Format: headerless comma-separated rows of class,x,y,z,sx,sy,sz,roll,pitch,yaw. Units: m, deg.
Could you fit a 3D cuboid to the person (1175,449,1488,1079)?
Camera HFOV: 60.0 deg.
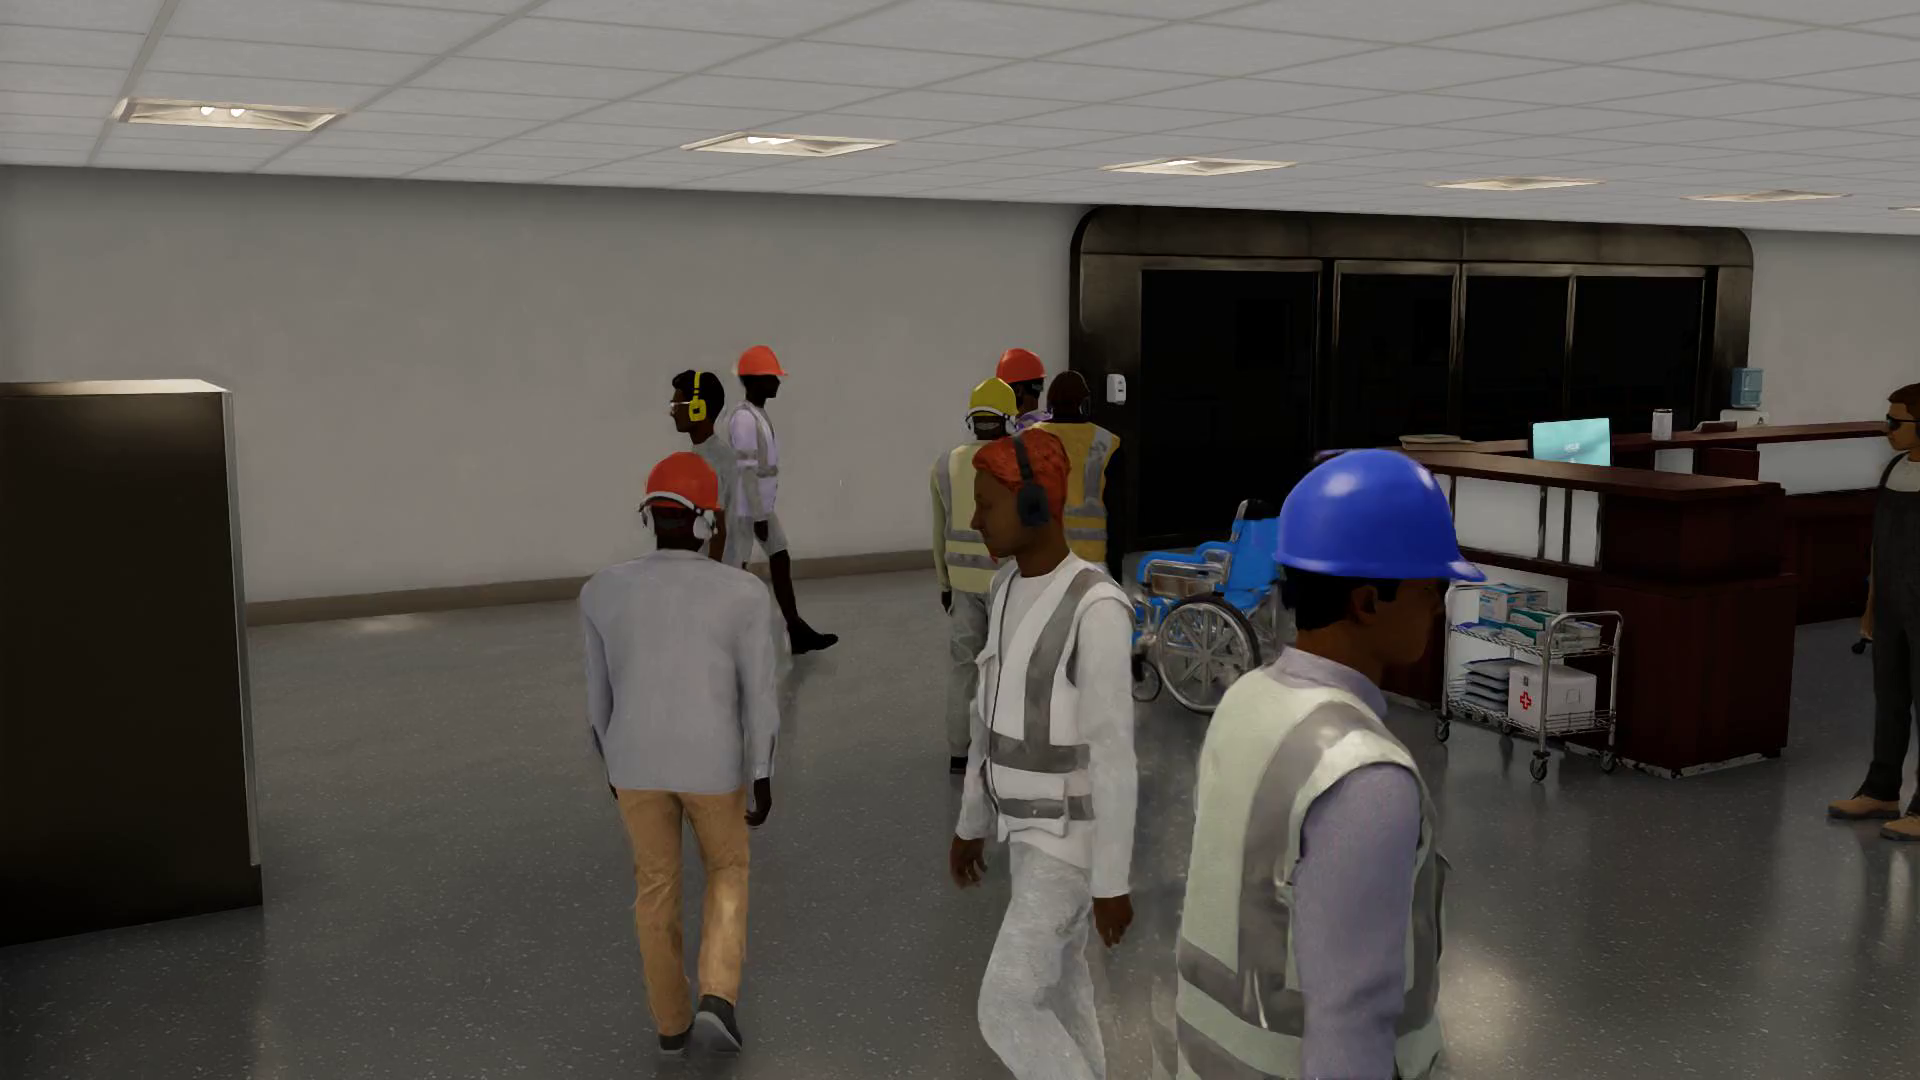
person,0.605,0.830,2.455,0.612,1.926,0.645,-1,8,-7

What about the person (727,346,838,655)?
person,-1.162,-0.213,10.082,0.912,1.902,0.565,1,8,6

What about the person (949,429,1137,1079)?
person,0.201,0.681,3.790,0.458,1.866,0.587,-3,8,-18

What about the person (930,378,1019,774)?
person,0.151,0.180,7.571,0.592,1.826,0.404,4,9,29

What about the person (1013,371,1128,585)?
person,0.527,0.081,8.274,0.623,1.835,0.431,2,8,17

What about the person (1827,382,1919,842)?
person,3.843,0.287,6.710,0.346,1.842,0.505,-1,8,-9

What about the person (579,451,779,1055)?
person,-0.789,0.619,4.720,0.559,1.732,0.457,0,8,1

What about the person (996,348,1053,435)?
person,0.328,-0.021,8.613,0.366,1.935,0.543,3,9,22

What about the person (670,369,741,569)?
person,-1.126,0.184,7.361,0.311,1.869,0.534,-1,8,-6
